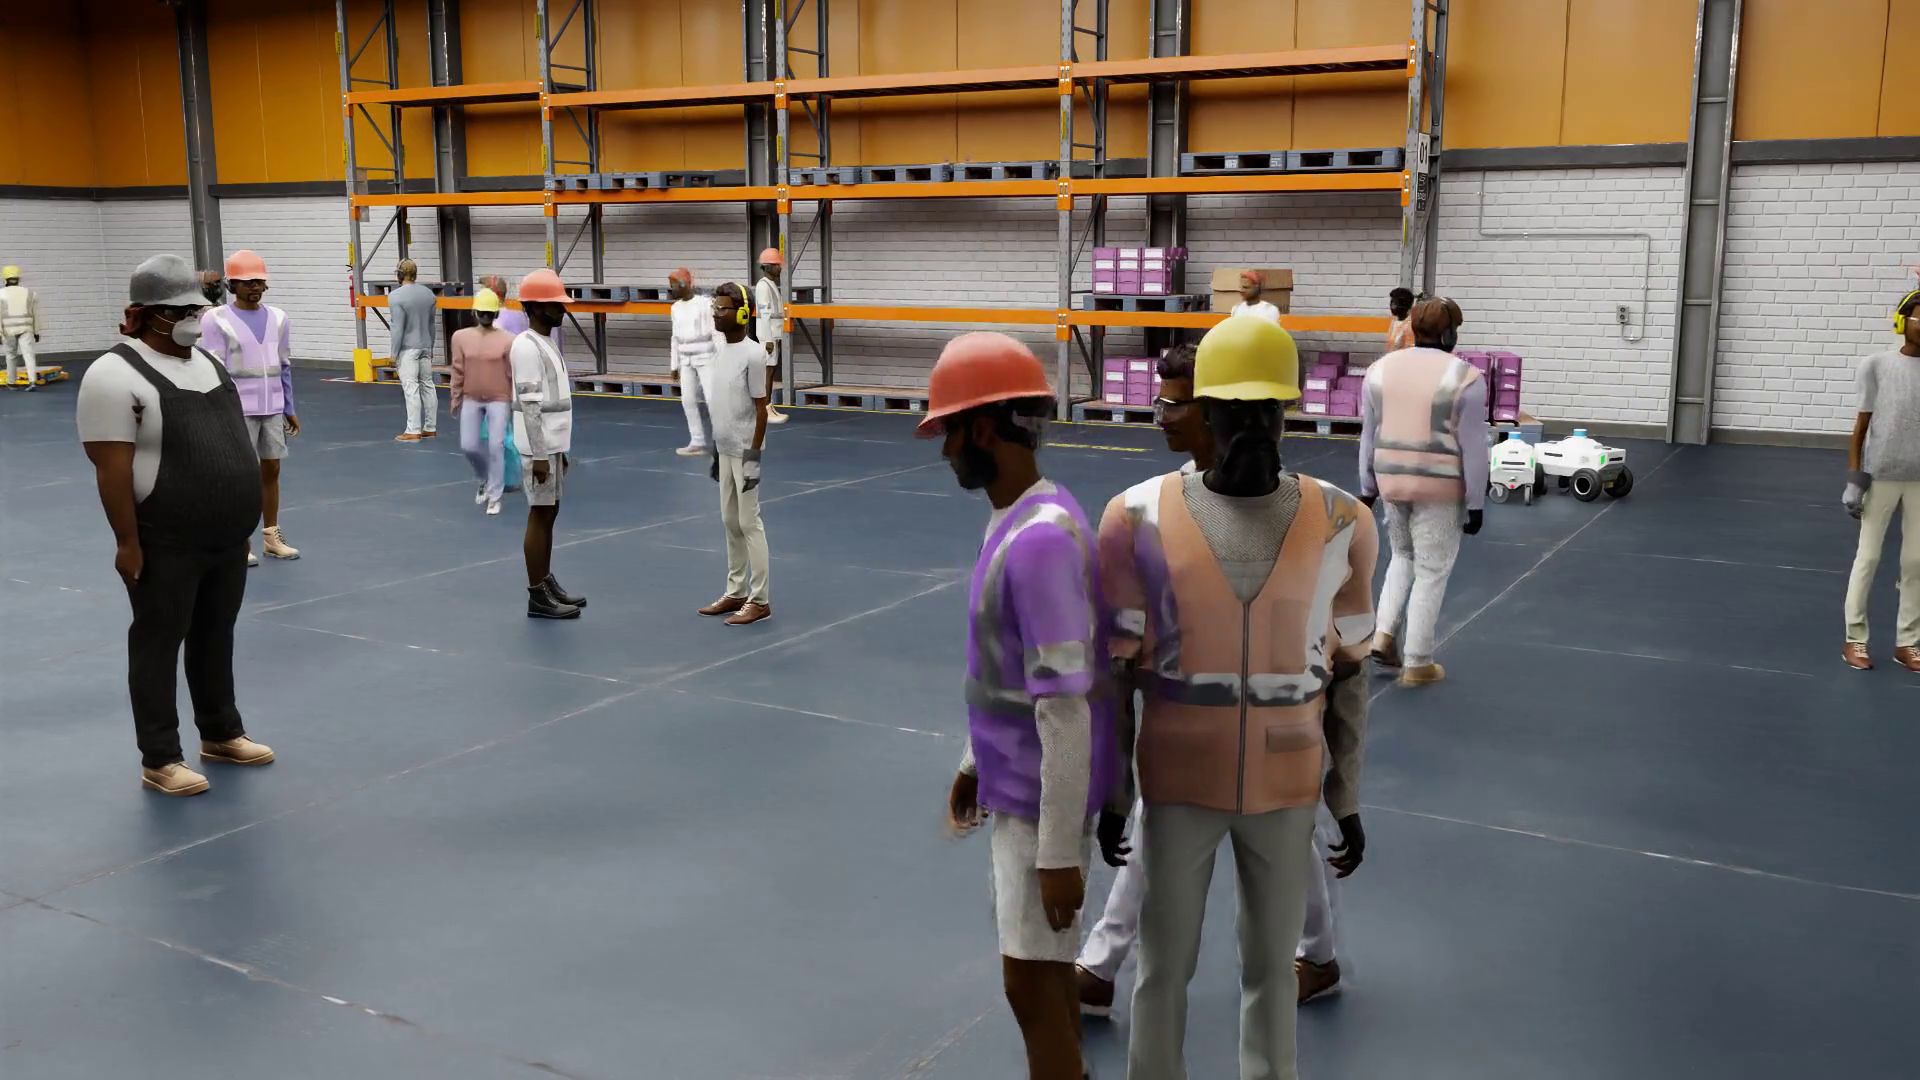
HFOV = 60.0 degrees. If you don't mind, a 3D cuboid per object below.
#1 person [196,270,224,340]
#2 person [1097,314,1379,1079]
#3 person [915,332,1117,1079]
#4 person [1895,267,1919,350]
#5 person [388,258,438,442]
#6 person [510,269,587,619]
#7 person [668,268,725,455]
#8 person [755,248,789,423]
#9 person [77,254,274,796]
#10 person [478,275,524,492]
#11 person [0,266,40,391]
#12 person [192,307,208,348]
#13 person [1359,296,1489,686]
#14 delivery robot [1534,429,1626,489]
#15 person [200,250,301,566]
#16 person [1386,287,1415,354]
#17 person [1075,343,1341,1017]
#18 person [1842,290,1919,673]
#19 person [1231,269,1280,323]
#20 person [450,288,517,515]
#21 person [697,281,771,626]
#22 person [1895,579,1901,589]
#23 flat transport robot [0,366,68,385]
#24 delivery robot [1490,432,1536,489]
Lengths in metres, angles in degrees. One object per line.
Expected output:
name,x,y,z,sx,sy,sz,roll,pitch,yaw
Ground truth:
person,-7.320,-1.725,16.356,0.506,1.829,0.650,0,10,1
person,0.570,0.497,3.491,0.588,1.930,0.364,0,10,0
person,0.118,0.529,3.457,0.424,1.898,0.846,0,10,2
person,8.344,-1.440,14.380,0.507,1.988,0.647,5,11,27
person,-5.798,-1.999,17.605,0.372,1.940,0.627,5,11,25
person,-2.304,-0.532,9.301,0.354,1.939,0.544,-1,10,-4
person,-2.532,-1.731,16.350,0.746,1.863,0.356,6,12,33
person,-2.214,-2.400,19.572,0.365,2.047,0.608,0,10,0
person,-2.943,-0.068,6.377,0.539,2.000,0.688,3,10,15
person,-3.815,-1.289,13.885,0.462,1.830,0.574,-1,10,-6
person,-13.482,-3.017,23.793,0.604,1.790,0.941,-9,13,-42
person,-6.066,-1.077,13.351,0.752,1.595,0.505,0,10,-3
person,2.198,-0.222,7.837,0.441,1.831,0.649,-9,14,-42
delivery robot,5.115,-0.675,13.757,0.477,0.478,0.707,-7,12,-34
person,-4.577,-0.852,10.815,0.391,2.040,0.615,7,12,34
person,4.341,-1.604,16.078,0.550,1.676,0.548,-1,10,-5
person,0.649,0.403,4.357,0.960,1.815,0.522,-5,11,-26
person,4.596,-0.284,8.105,0.528,1.867,0.336,2,10,10
person,2.712,-1.539,15.221,0.550,1.869,0.574,-7,12,-36
person,-3.663,-1.071,12.876,0.542,1.744,0.410,-1,10,-4
person,-1.239,-0.473,9.146,0.328,1.877,0.512,-7,12,-35
person,5.921,-0.614,9.804,0.621,1.921,0.520,-3,10,-15
flat transport robot,-14.012,-2.480,25.048,0.652,0.197,1.431,-2,10,-12
delivery robot,4.507,-0.639,13.553,0.477,0.478,0.707,3,11,18
